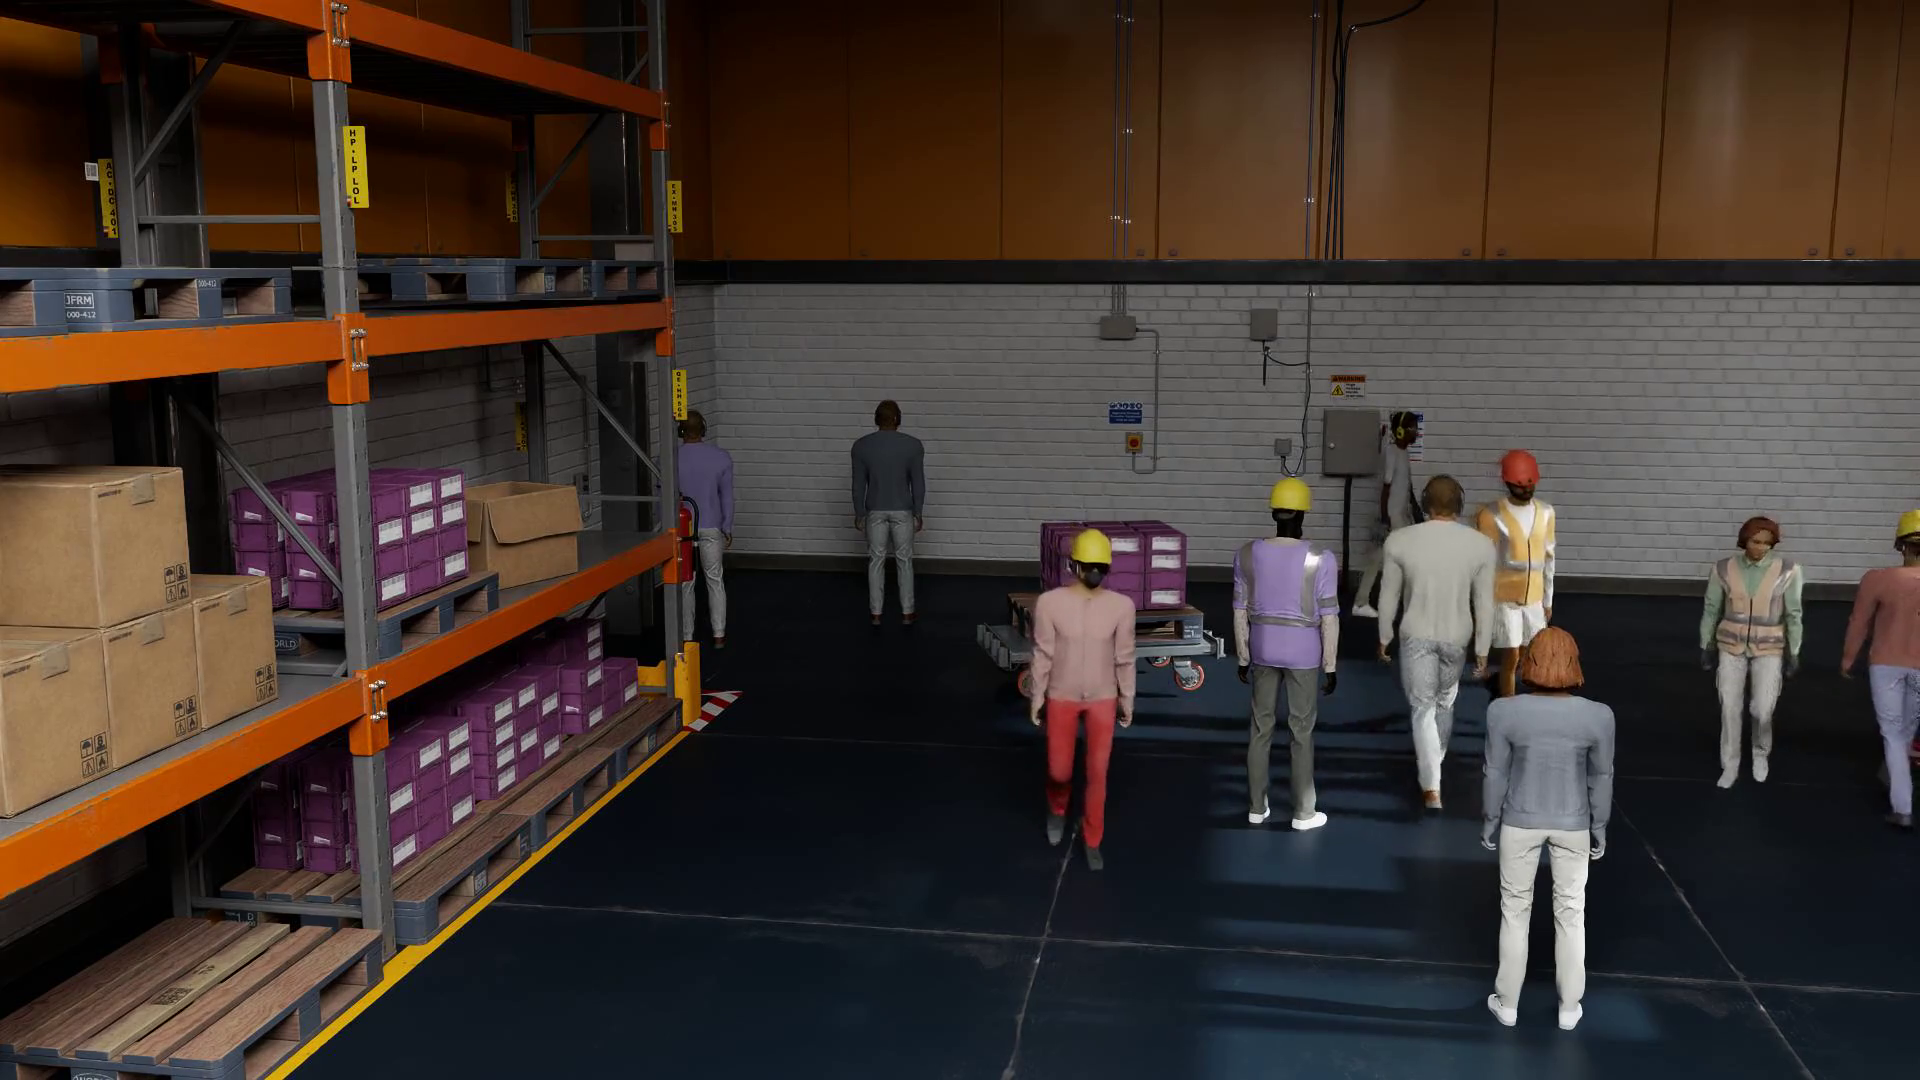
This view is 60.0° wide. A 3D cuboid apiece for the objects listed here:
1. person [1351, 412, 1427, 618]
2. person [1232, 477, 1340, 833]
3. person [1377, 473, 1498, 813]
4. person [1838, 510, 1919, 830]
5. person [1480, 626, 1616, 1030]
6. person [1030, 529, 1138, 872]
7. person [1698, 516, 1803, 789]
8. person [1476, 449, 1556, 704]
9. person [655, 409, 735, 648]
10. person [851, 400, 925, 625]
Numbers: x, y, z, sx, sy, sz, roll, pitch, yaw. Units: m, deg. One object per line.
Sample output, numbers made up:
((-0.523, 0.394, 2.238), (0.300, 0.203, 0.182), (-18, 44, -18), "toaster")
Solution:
((3.854, -0.193, 14.360), (0.953, 1.821, 0.544), (4, 10, 22), "person")
((1.764, 0.621, 9.013), (0.587, 1.928, 0.362), (5, 10, 28), "person")
((2.707, 0.570, 9.454), (0.630, 1.900, 1.001), (1, 9, 4), "person")
((5.211, 0.686, 9.234), (0.538, 1.712, 0.917), (2, 9, 12), "person")
((2.336, 1.149, 6.654), (0.500, 1.636, 0.281), (2, 9, 12), "person")
((0.627, 0.799, 8.437), (0.547, 1.753, 0.423), (-1, 9, -5), "person")
((4.588, 0.661, 9.685), (0.552, 1.623, 0.372), (6, 11, 34), "person")
((3.553, 0.349, 10.755), (0.554, 1.910, 0.591), (-2, 10, -15), "person")
((-2.111, -0.074, 13.283), (0.628, 1.935, 0.373), (-3, 10, -20), "person")
((-0.613, -0.231, 14.254), (0.629, 1.934, 0.378), (0, 9, 2), "person")
